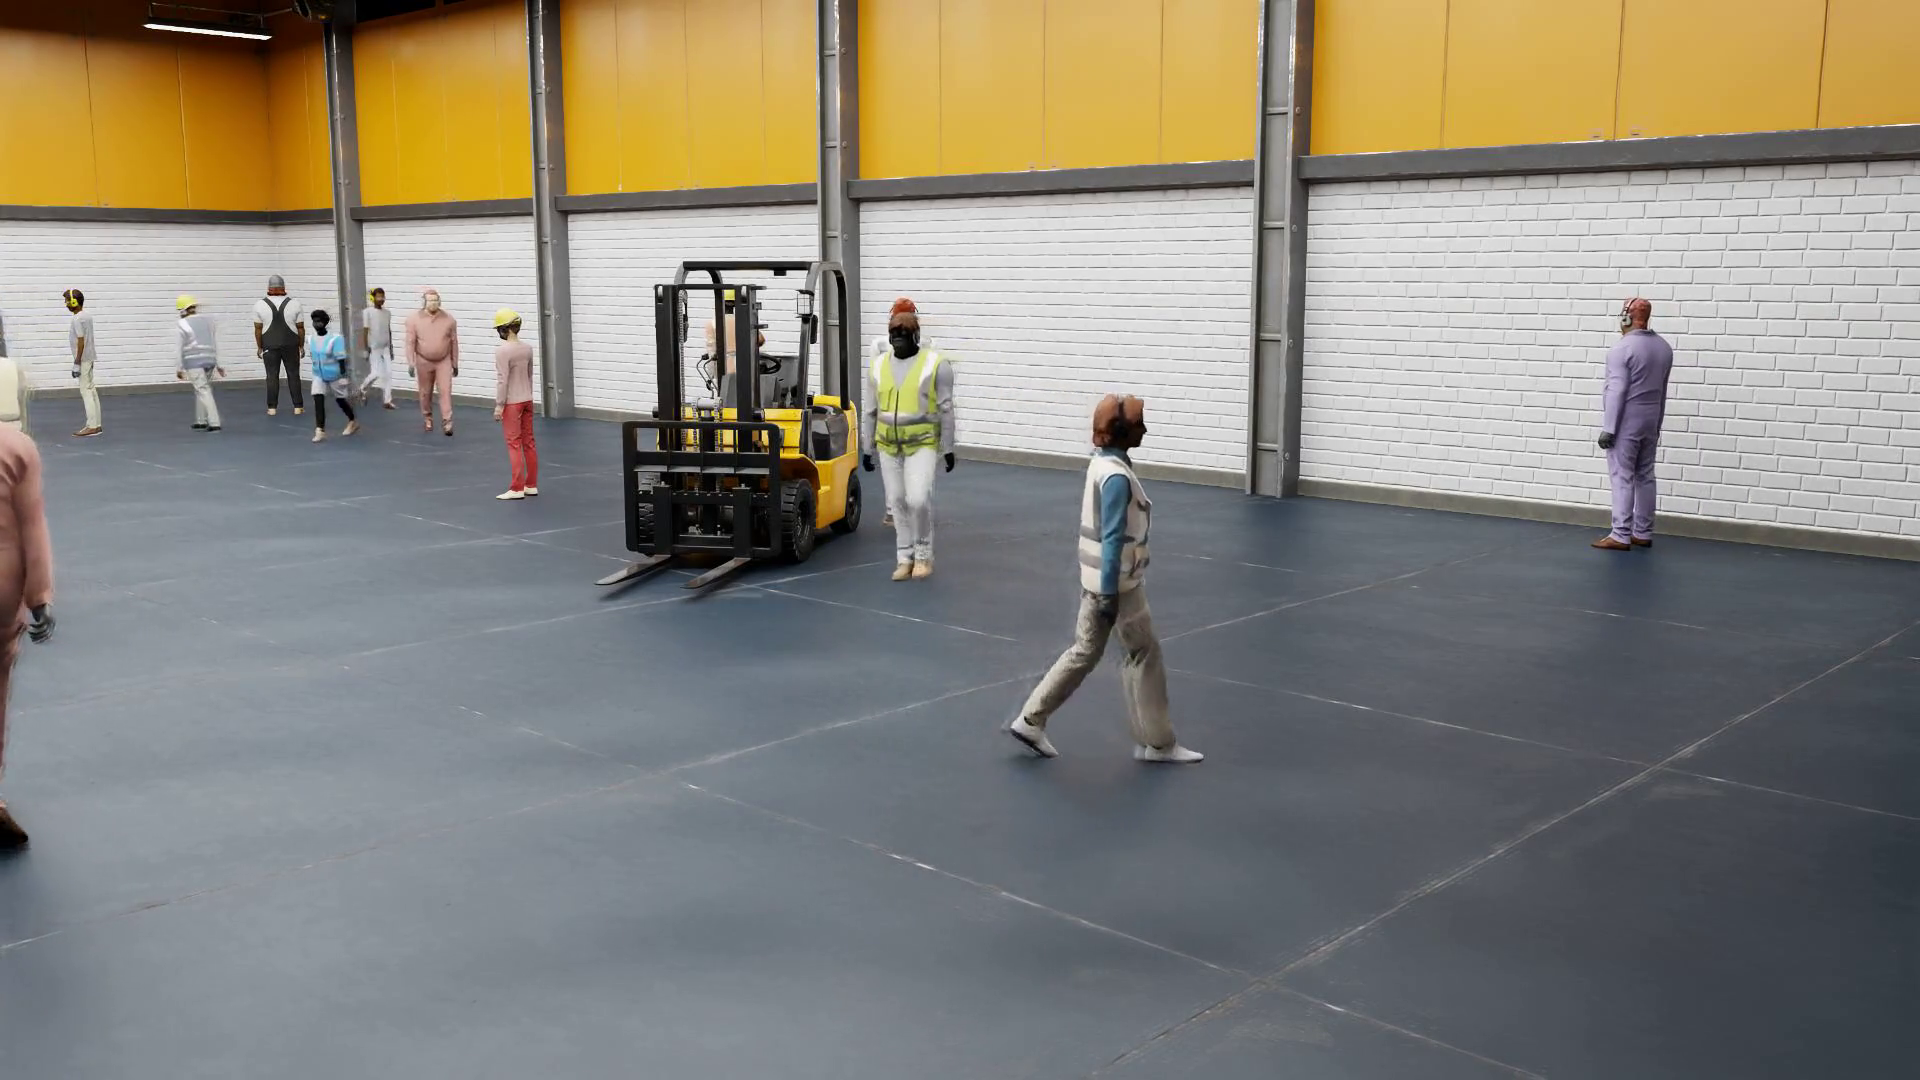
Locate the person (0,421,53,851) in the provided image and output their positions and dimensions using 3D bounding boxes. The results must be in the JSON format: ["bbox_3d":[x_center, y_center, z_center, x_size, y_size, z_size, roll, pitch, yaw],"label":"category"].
[{"bbox_3d":[-3.721,0.212,6.180,0.649,1.842,0.996,-8,12,-41],"label":"person"}]

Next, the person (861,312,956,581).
[{"bbox_3d":[-0.365,-0.618,11.250,0.658,1.828,0.479,4,10,23],"label":"person"}]

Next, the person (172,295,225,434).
[{"bbox_3d":[-9.866,-2.257,21.447,0.845,1.774,0.584,4,10,25],"label":"person"}]

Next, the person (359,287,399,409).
[{"bbox_3d":[-8.853,-2.911,25.259,0.646,1.854,0.525,6,11,32],"label":"person"}]

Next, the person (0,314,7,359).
[{"bbox_3d":[-12.329,-2.244,20.941,0.499,1.913,0.643,2,10,14],"label":"person"}]

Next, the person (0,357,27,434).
[{"bbox_3d":[-6.615,-0.623,11.309,0.425,1.819,0.629,3,10,19],"label":"person"}]

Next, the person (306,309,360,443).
[{"bbox_3d":[-7.768,-2.046,20.616,0.536,1.642,0.880,2,9,10],"label":"person"}]

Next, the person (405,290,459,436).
[{"bbox_3d":[-6.804,-2.293,21.449,0.664,1.862,1.000,-4,10,-22],"label":"person"}]

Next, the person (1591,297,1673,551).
[{"bbox_3d":[5.059,-0.873,12.580,0.651,1.906,0.403,-6,11,-31],"label":"person"}]

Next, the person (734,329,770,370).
[{"bbox_3d":[-1.911,-1.183,15.307,0.288,1.634,0.499,5,11,28],"label":"person"}]

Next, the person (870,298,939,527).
[{"bbox_3d":[-0.452,-1.046,13.705,0.585,1.882,0.337,-1,9,-6],"label":"person"}]

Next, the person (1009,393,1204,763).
[{"bbox_3d":[0.610,0.170,7.095,0.816,1.604,0.522,0,9,-3],"label":"person"}]

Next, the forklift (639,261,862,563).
[{"bbox_3d":[-1.552,-1.040,12.721,1.214,2.155,2.313,2,9,11],"label":"forklift"}]

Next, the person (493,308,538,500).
[{"bbox_3d":[-4.119,-1.249,15.337,0.321,1.761,0.522,3,10,18],"label":"person"}]

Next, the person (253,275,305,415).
[{"bbox_3d":[-9.925,-2.851,24.291,0.688,2.000,0.539,-4,10,-21],"label":"person"}]

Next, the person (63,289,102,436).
[{"bbox_3d":[-11.191,-2.257,21.192,0.328,1.865,0.521,-2,9,-11],"label":"person"}]

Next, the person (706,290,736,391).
[{"bbox_3d":[-2.585,-1.888,18.729,0.585,1.928,0.378,-5,11,-29],"label":"person"}]
